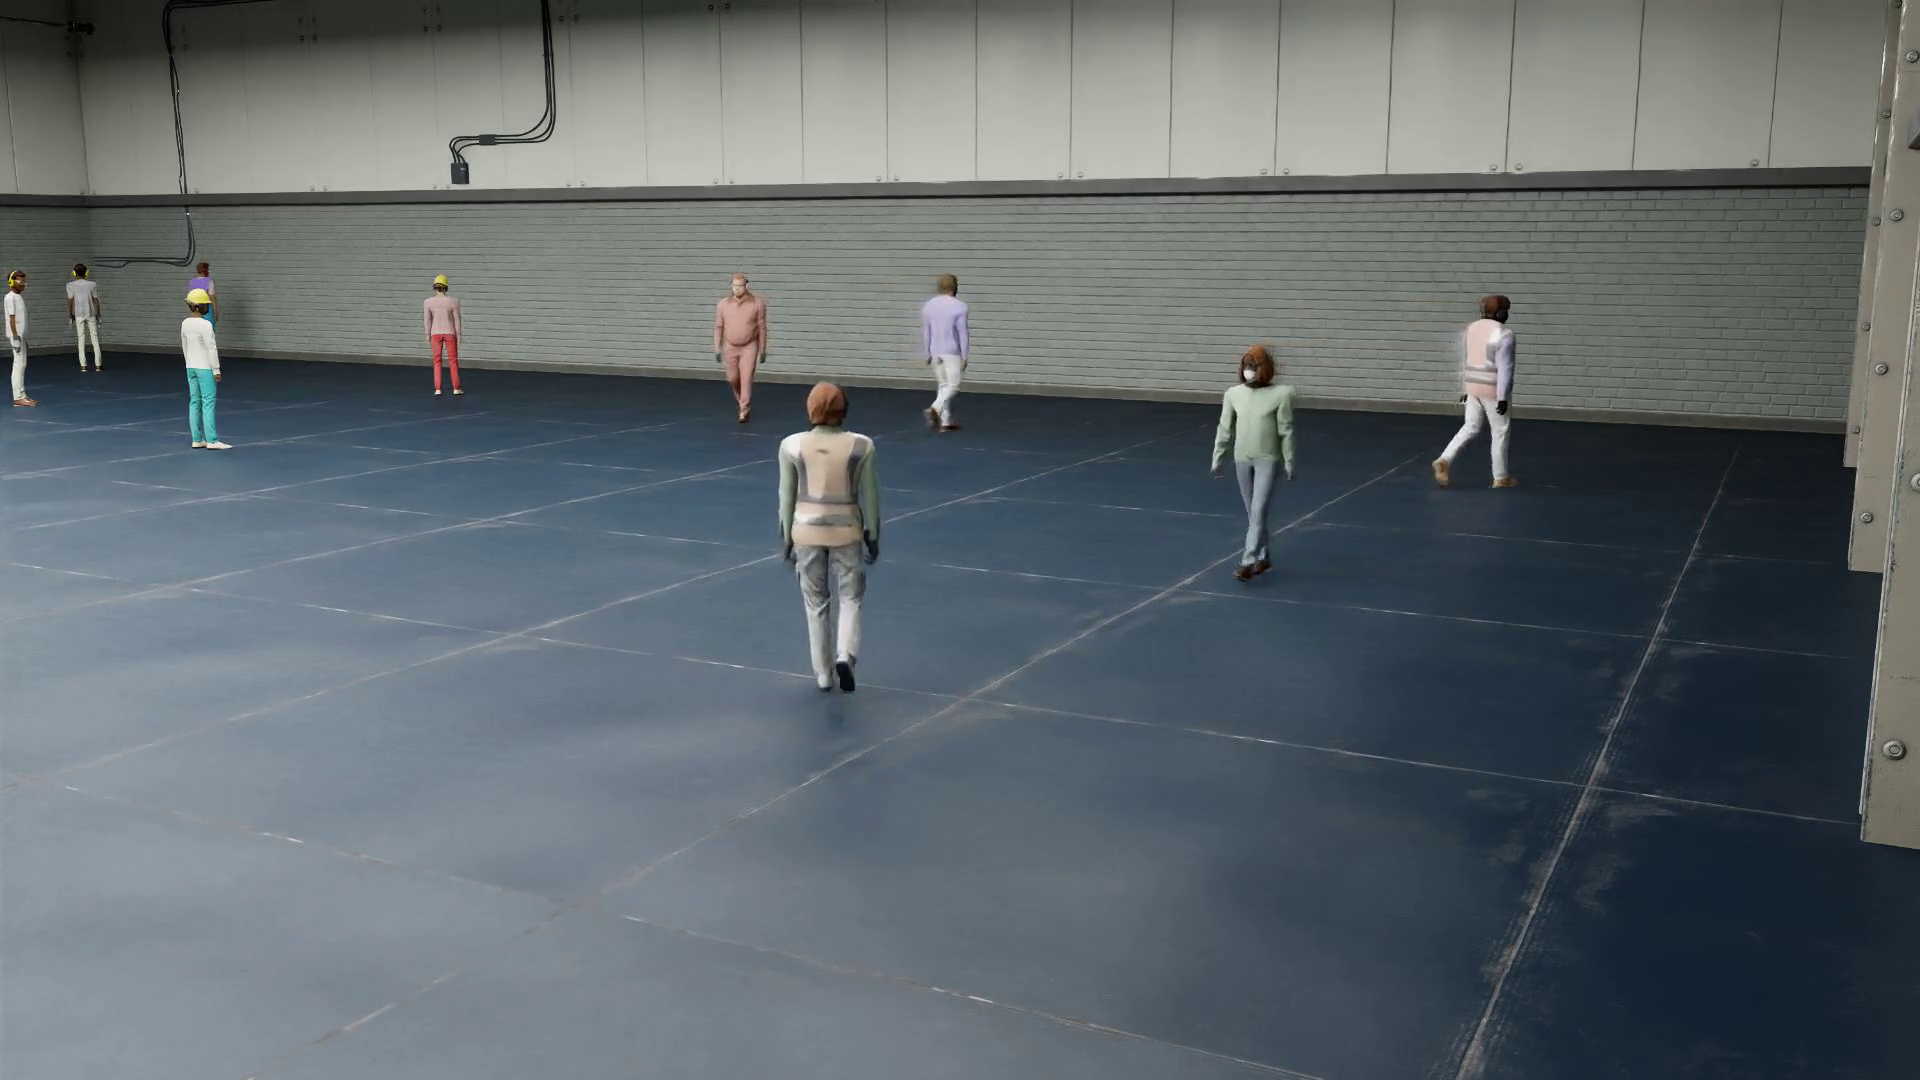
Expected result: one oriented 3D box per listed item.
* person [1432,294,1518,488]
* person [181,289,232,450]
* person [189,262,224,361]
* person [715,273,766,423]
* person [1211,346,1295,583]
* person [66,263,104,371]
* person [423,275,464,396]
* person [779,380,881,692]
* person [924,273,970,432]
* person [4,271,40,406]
[{"bbox_3d":[4.834,-1.368,15.424,0.814,1.823,0.641,-5,11,-24],"label":"person"},{"bbox_3d":[-8.321,-1.870,18.293,0.525,1.769,0.308,6,12,31],"label":"person"},{"bbox_3d":[-14.095,-4.241,30.998,0.564,1.846,0.391,4,11,20],"label":"person"},{"bbox_3d":[-2.784,-2.453,21.172,0.648,1.880,0.828,1,10,6],"label":"person"},{"bbox_3d":[1.954,-0.506,11.295,0.532,1.593,0.804,8,13,36],"label":"person"},{"bbox_3d":[-15.185,-3.864,28.878,0.507,1.874,0.329,-6,12,-28],"label":"person"},{"bbox_3d":[-7.606,-3.007,24.489,0.526,1.769,0.329,-1,10,-8],"label":"person"},{"bbox_3d":[-0.666,0.005,8.460,0.518,1.623,0.494,0,10,-1],"label":"person"},{"bbox_3d":[-0.199,-2.191,19.656,0.635,1.921,0.737,8,13,36],"label":"person"},{"bbox_3d":[-12.999,-2.783,23.010,0.323,1.862,0.518,-3,11,-17],"label":"person"}]
